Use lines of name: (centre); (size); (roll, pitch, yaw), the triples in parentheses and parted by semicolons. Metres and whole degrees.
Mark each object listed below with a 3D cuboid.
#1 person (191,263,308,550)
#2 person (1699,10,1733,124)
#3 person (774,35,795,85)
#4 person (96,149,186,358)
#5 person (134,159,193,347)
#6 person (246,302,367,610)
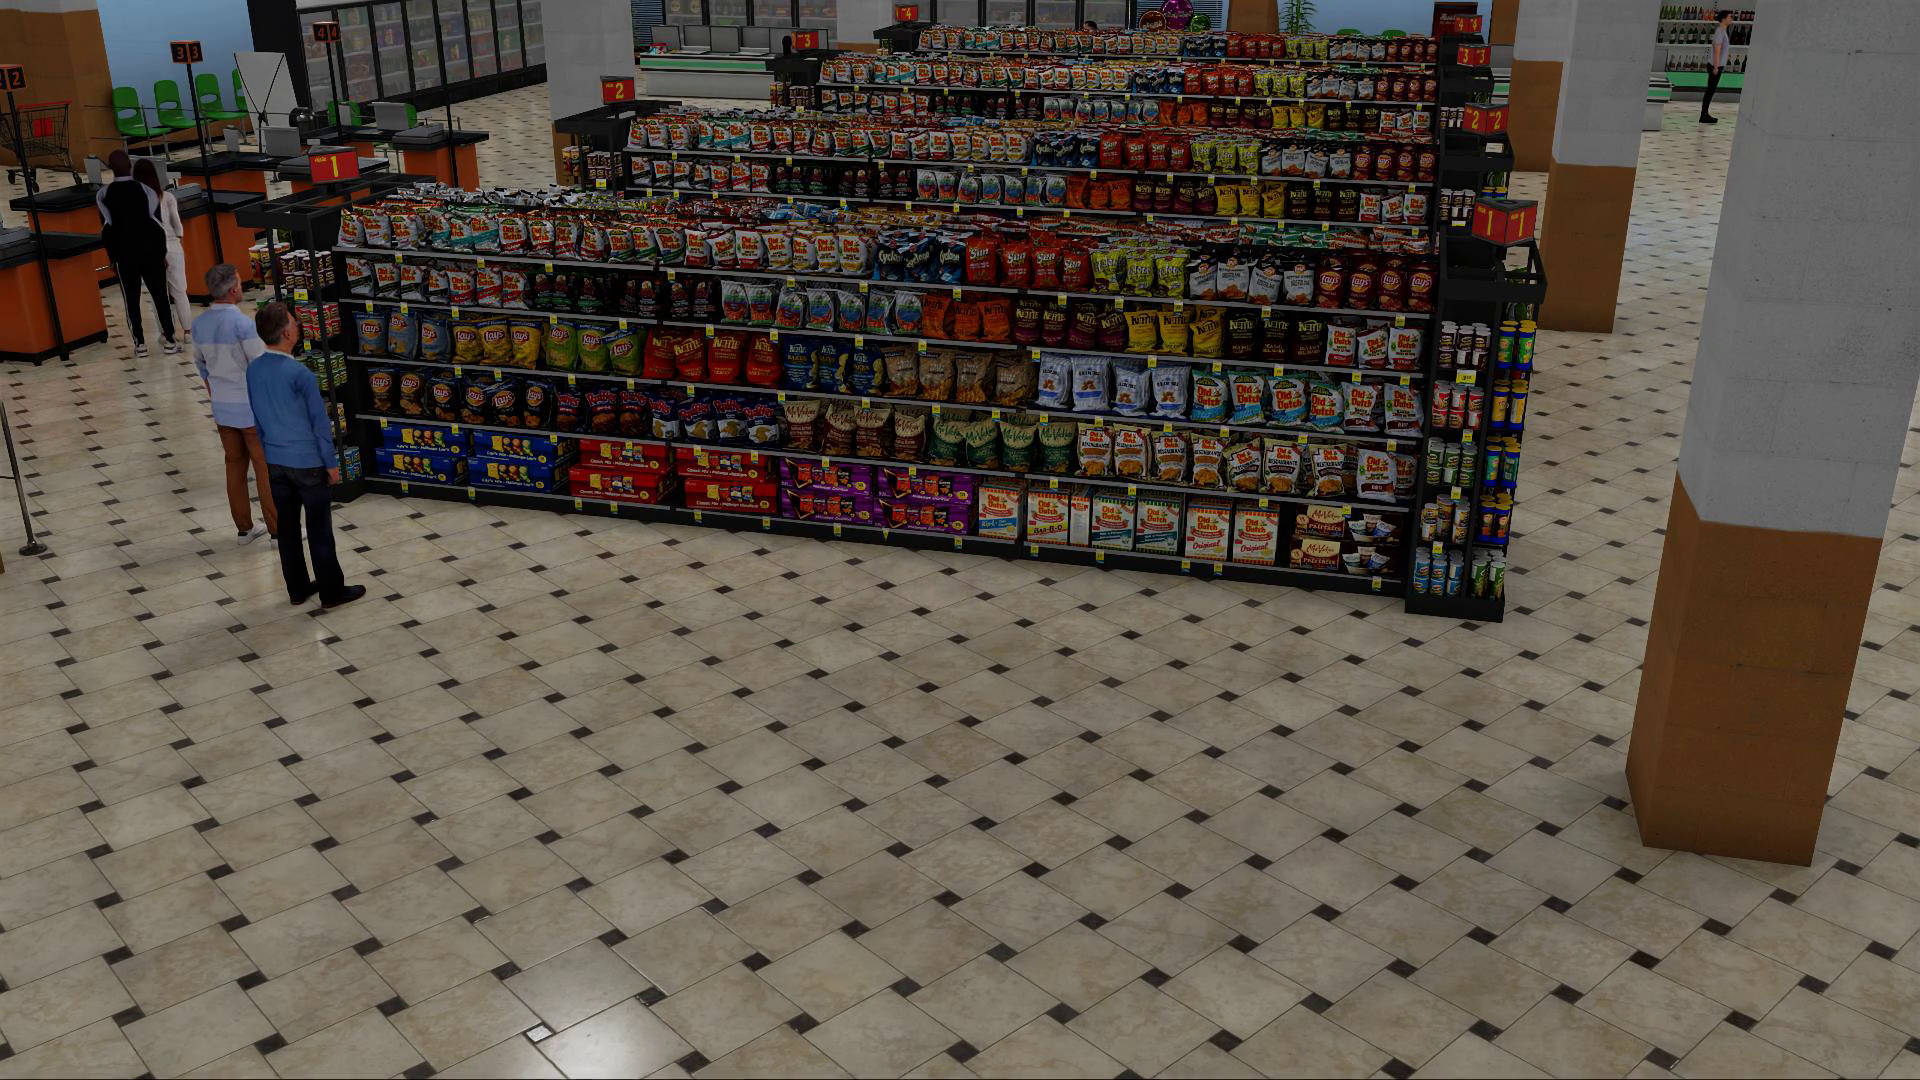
person: (-4.526, -0.838, 10.503); (0.513, 1.828, 0.742); (7, 23, 17)
person: (13.054, -8.187, 28.745); (0.621, 1.863, 0.699); (11, 24, 25)
person: (-2.704, -7.130, 26.361); (0.628, 1.678, 0.750); (-1, 22, -3)
person: (-7.301, -2.546, 14.753); (0.690, 1.827, 0.796); (-8, 23, -18)
person: (-7.262, -2.614, 15.108); (0.671, 1.688, 0.745); (-10, 24, -23)
person: (-3.843, -0.484, 9.632); (0.534, 1.820, 0.726); (8, 23, 19)
